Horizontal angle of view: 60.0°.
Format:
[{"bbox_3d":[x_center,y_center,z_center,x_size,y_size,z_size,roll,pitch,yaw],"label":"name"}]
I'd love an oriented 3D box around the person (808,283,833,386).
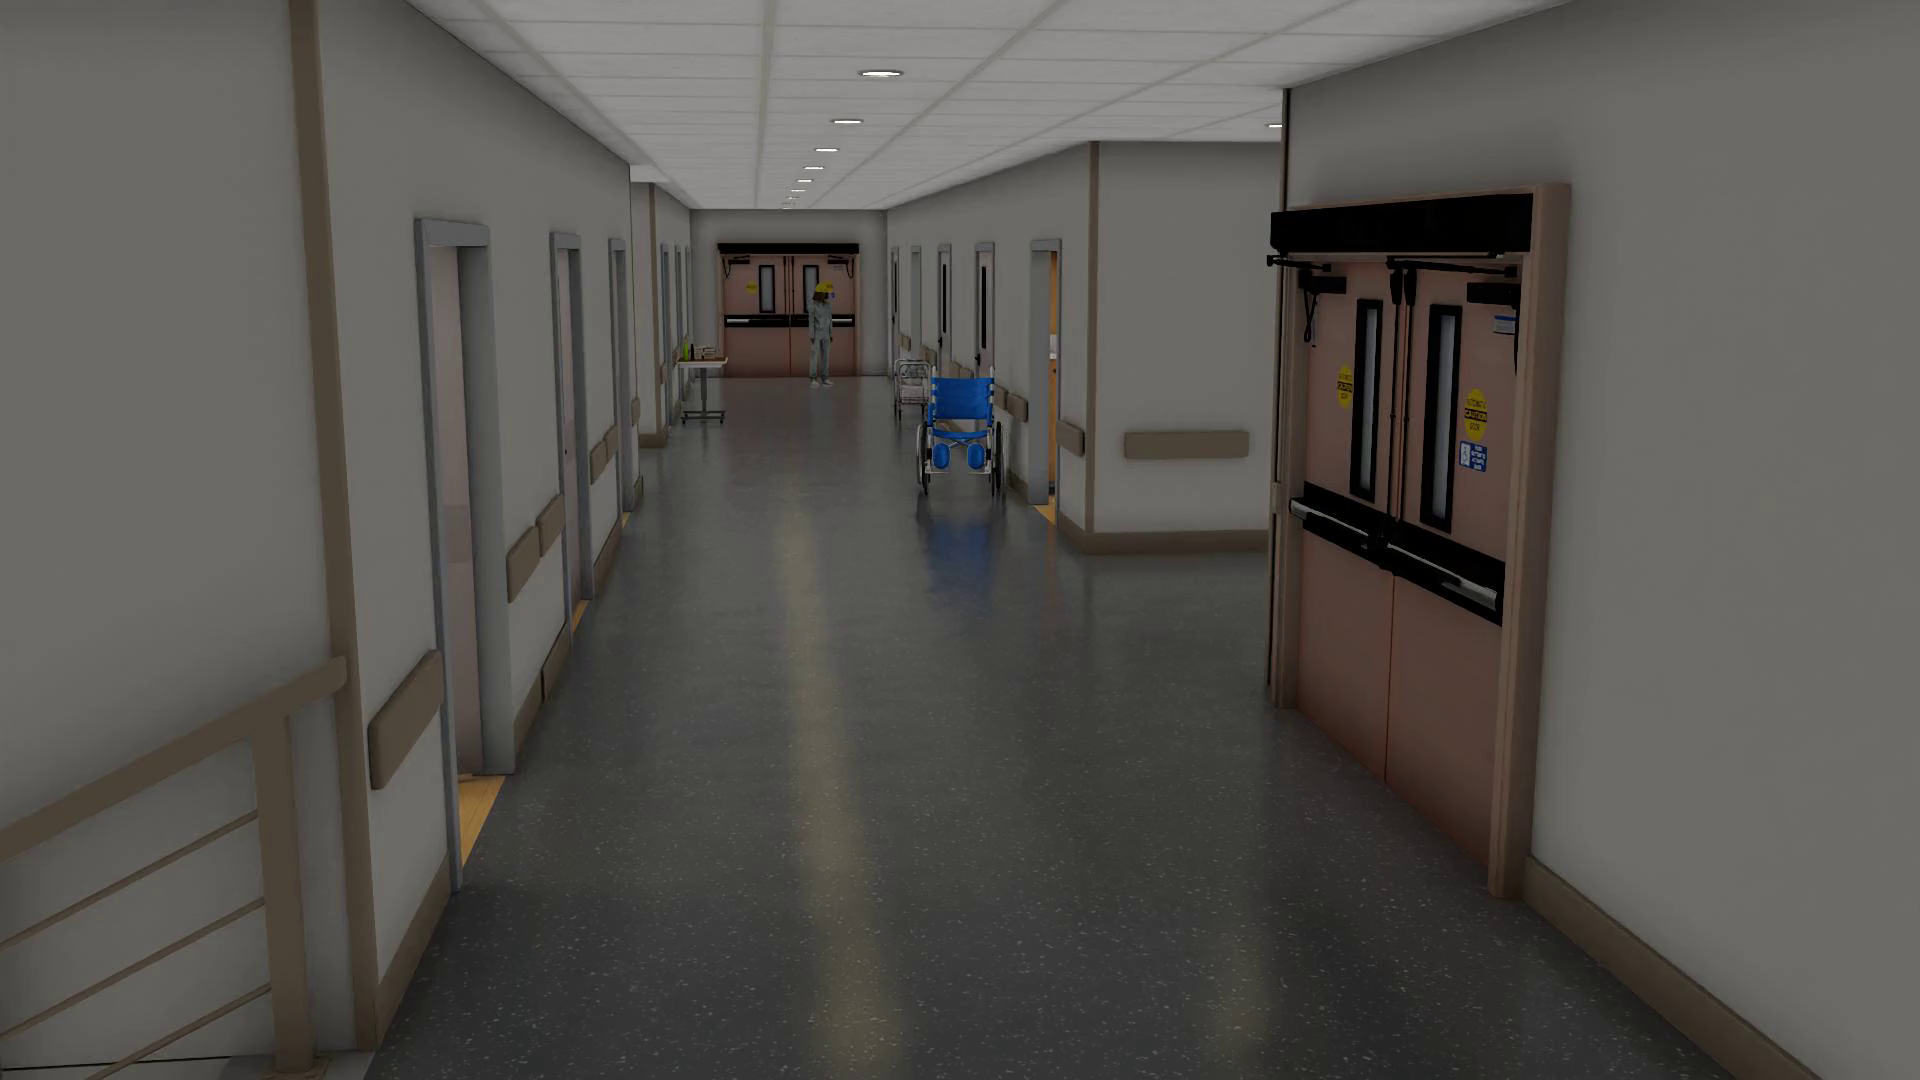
[{"bbox_3d":[-2.349,-3.476,28.183,0.331,1.729,0.480,9,14,44],"label":"person"}]
